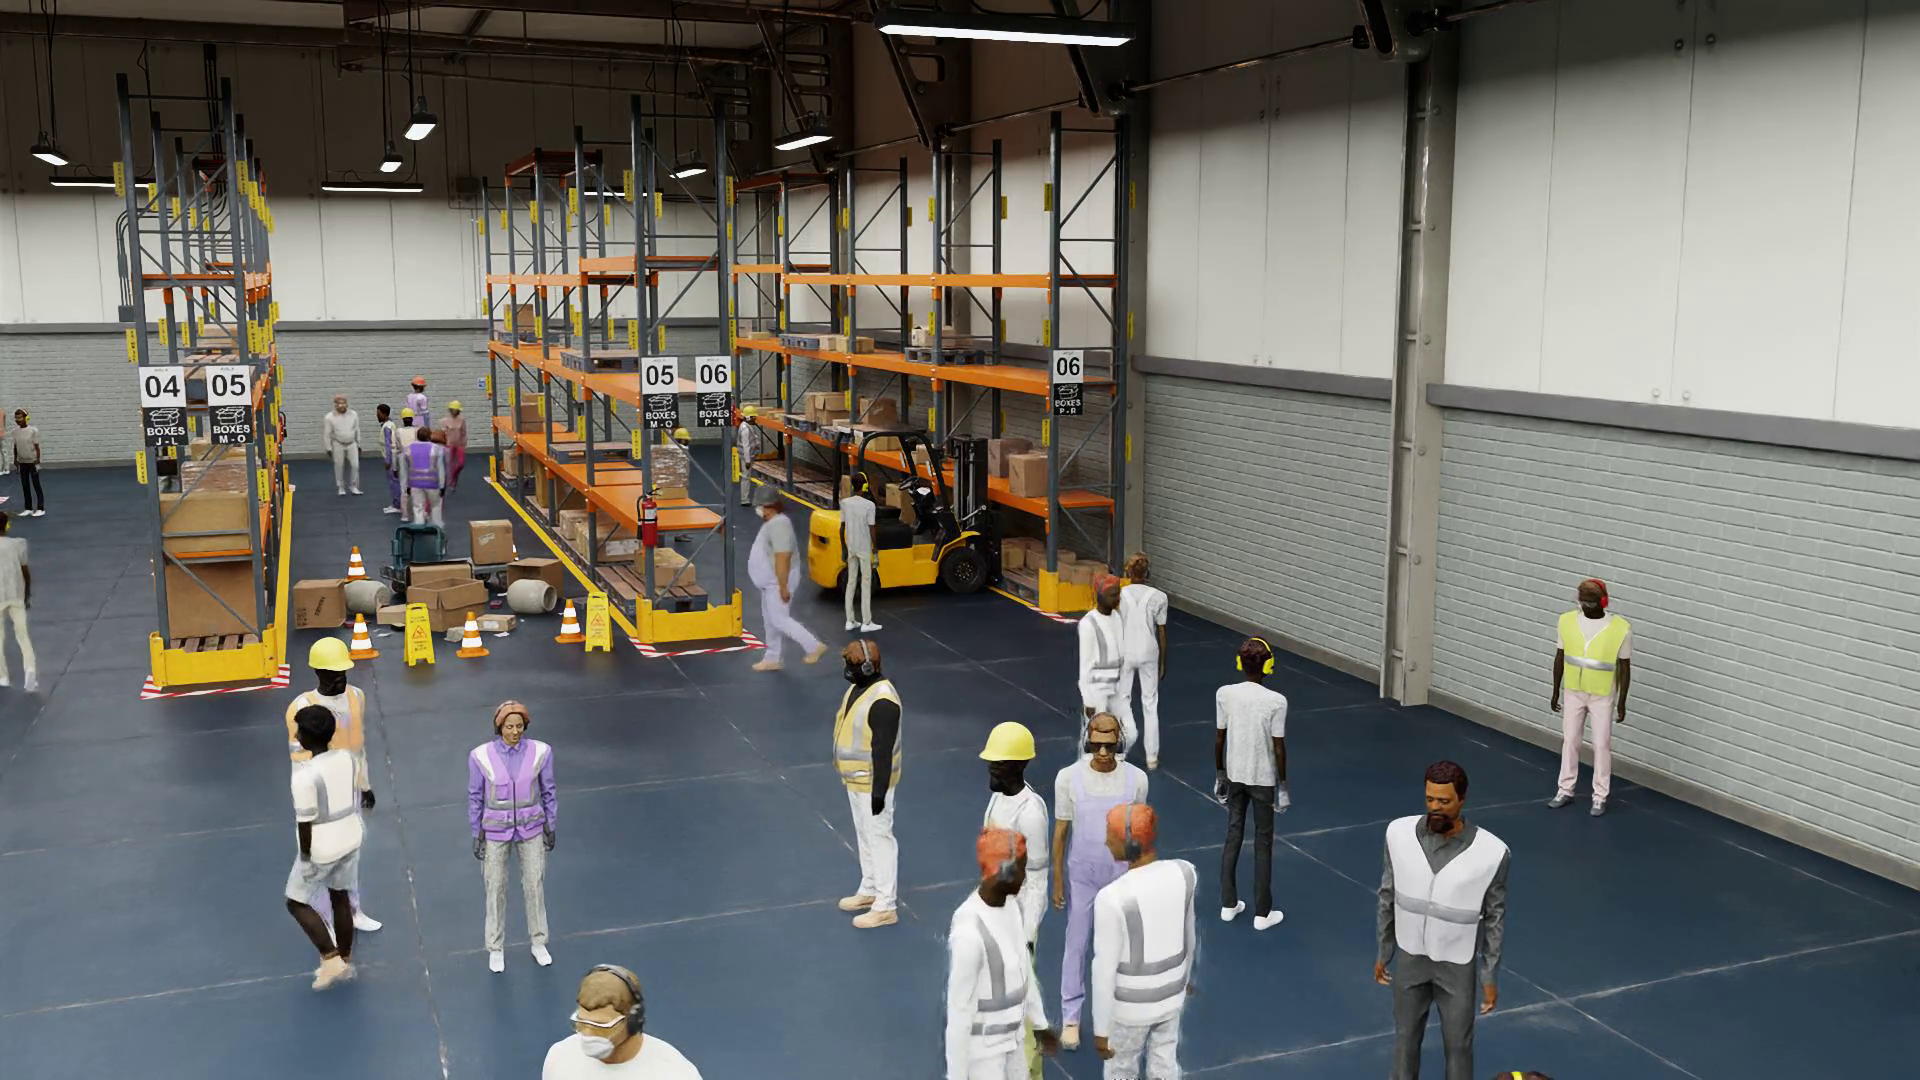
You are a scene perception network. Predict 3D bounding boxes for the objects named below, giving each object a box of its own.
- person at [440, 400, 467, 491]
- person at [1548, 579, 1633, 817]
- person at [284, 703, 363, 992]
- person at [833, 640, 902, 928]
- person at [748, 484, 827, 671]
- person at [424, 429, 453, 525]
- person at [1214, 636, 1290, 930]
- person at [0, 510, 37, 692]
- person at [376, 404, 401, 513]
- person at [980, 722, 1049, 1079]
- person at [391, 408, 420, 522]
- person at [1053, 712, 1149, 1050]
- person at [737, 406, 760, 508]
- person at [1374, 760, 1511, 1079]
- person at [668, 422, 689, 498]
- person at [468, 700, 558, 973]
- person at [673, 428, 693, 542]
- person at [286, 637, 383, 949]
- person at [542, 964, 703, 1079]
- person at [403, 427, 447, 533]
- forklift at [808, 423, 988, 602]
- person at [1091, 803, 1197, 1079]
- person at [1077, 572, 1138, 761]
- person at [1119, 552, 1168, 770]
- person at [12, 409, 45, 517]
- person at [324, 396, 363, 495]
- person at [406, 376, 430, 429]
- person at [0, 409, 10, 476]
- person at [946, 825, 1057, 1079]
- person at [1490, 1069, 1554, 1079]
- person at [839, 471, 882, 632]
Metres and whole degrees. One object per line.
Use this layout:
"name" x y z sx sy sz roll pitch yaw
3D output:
"person" -9.724 -1.812 31.942 0.536 1.747 0.394 -6 11 -35
"person" 4.835 1.195 12.764 0.568 1.835 0.398 7 12 39
"person" -3.664 1.771 9.604 0.351 1.686 0.542 3 10 19
"person" -0.594 1.537 10.631 0.429 1.836 0.626 -3 10 -21
"person" -1.831 0.377 17.275 0.732 2.000 0.719 -2 9 -13
"person" -8.608 -1.017 27.371 0.539 1.610 0.420 2 9 13
"person" 1.858 1.535 10.566 0.513 1.861 0.330 7 11 38
"person" -9.469 0.595 16.549 0.517 1.842 0.836 -8 12 -40
"person" -9.950 -1.424 29.045 0.391 1.910 0.584 -3 10 -19
"person" 0.257 1.849 8.350 0.352 1.929 0.594 -3 9 -16
"person" -9.256 -1.264 28.006 0.589 1.917 0.410 -3 10 -18
"person" 0.751 1.808 8.879 0.516 1.843 0.327 -1 9 -4
"person" -3.765 -1.478 29.652 0.405 1.824 0.585 -1 9 -5
"person" 2.228 1.955 7.756 0.600 1.915 0.392 5 10 31
"person" -4.899 -1.261 28.862 0.501 1.631 0.287 8 12 40
"person" -2.657 1.752 9.912 0.514 1.634 0.313 -4 10 -22
"person" -4.337 -0.860 25.917 0.305 1.771 0.525 0 9 -2
"person" -3.860 1.543 10.291 0.366 1.926 0.592 4 10 22
"person" -1.103 2.304 5.496 0.627 1.933 0.367 4 10 25
"person" -8.249 -0.850 25.718 0.650 1.802 0.891 -1 9 -4
"forklift" -0.830 -0.399 21.676 2.313 2.155 1.214 -4 10 -21
"person" 0.835 2.040 7.368 0.691 1.858 0.591 -6 11 -34
"person" 1.132 1.171 12.812 0.470 1.867 0.615 6 11 35
"person" 1.480 1.013 13.929 0.502 1.837 0.350 1 9 7
"person" -16.013 -1.322 28.554 0.498 1.861 0.327 1 9 6
"person" -11.510 -1.745 31.139 0.686 1.874 0.829 -7 11 -36
"person" -11.247 -2.388 34.676 0.615 2.039 0.390 6 11 34
"person" -19.883 -2.132 34.328 0.310 1.640 0.514 1 9 8
"person" 0.094 2.100 6.984 0.557 1.863 0.597 4 10 21
"person" 1.611 2.434 4.853 0.328 1.876 0.513 2 9 10
"person" -1.165 0.136 19.348 0.535 1.864 0.309 6 11 33
